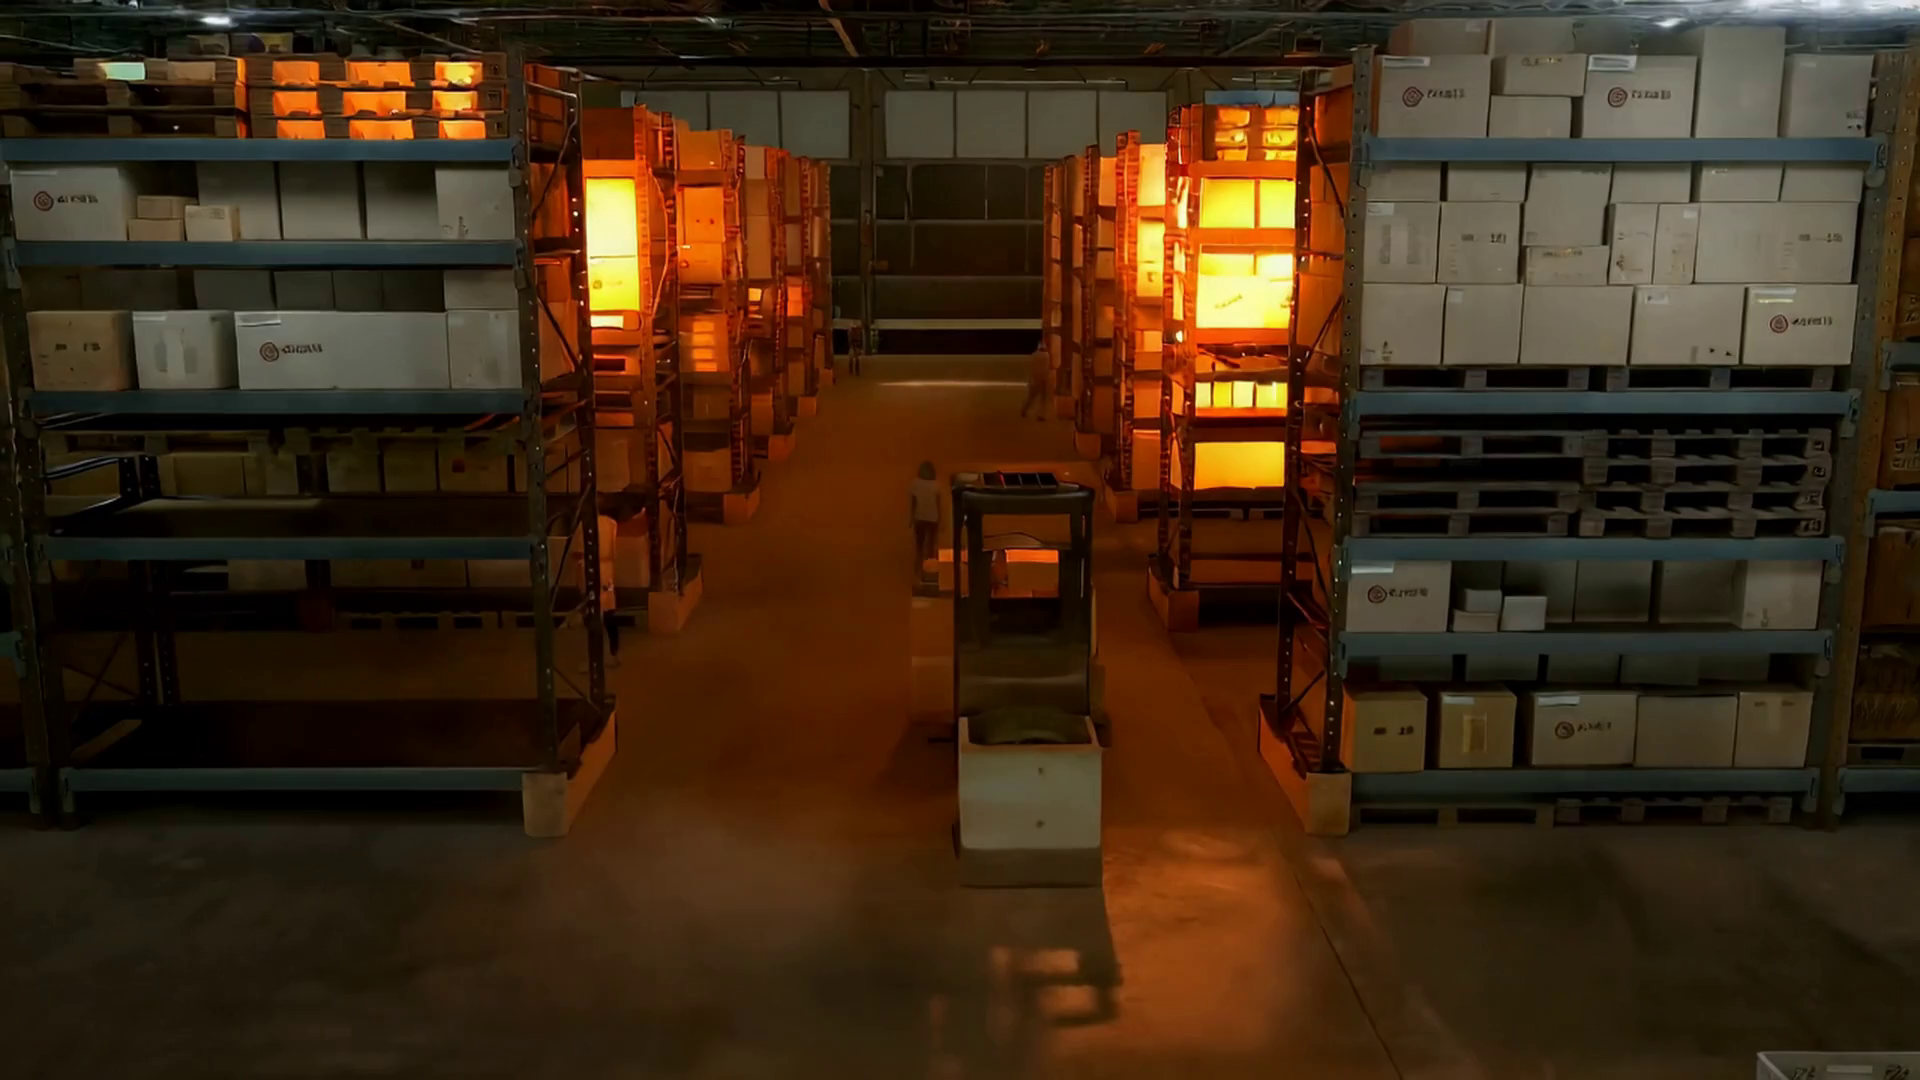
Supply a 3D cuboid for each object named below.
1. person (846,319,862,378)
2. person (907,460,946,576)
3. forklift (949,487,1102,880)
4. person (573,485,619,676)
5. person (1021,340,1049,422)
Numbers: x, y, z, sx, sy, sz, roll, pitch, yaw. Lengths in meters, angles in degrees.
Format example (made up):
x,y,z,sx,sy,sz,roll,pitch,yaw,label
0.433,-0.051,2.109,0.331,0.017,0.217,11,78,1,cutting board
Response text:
x,y,z,sx,sy,sz,roll,pitch,yaw,label
-3.070,-5.528,48.046,0.535,1.697,0.318,9,15,38,person
-0.438,-0.256,22.113,0.499,1.618,0.499,2,12,10,person
0.495,0.986,12.813,1.129,2.768,1.873,0,11,-2,forklift
-3.896,0.427,17.672,0.386,2.039,0.615,6,13,27,person
1.767,-3.699,38.552,0.668,1.867,0.774,-7,13,-31,person
